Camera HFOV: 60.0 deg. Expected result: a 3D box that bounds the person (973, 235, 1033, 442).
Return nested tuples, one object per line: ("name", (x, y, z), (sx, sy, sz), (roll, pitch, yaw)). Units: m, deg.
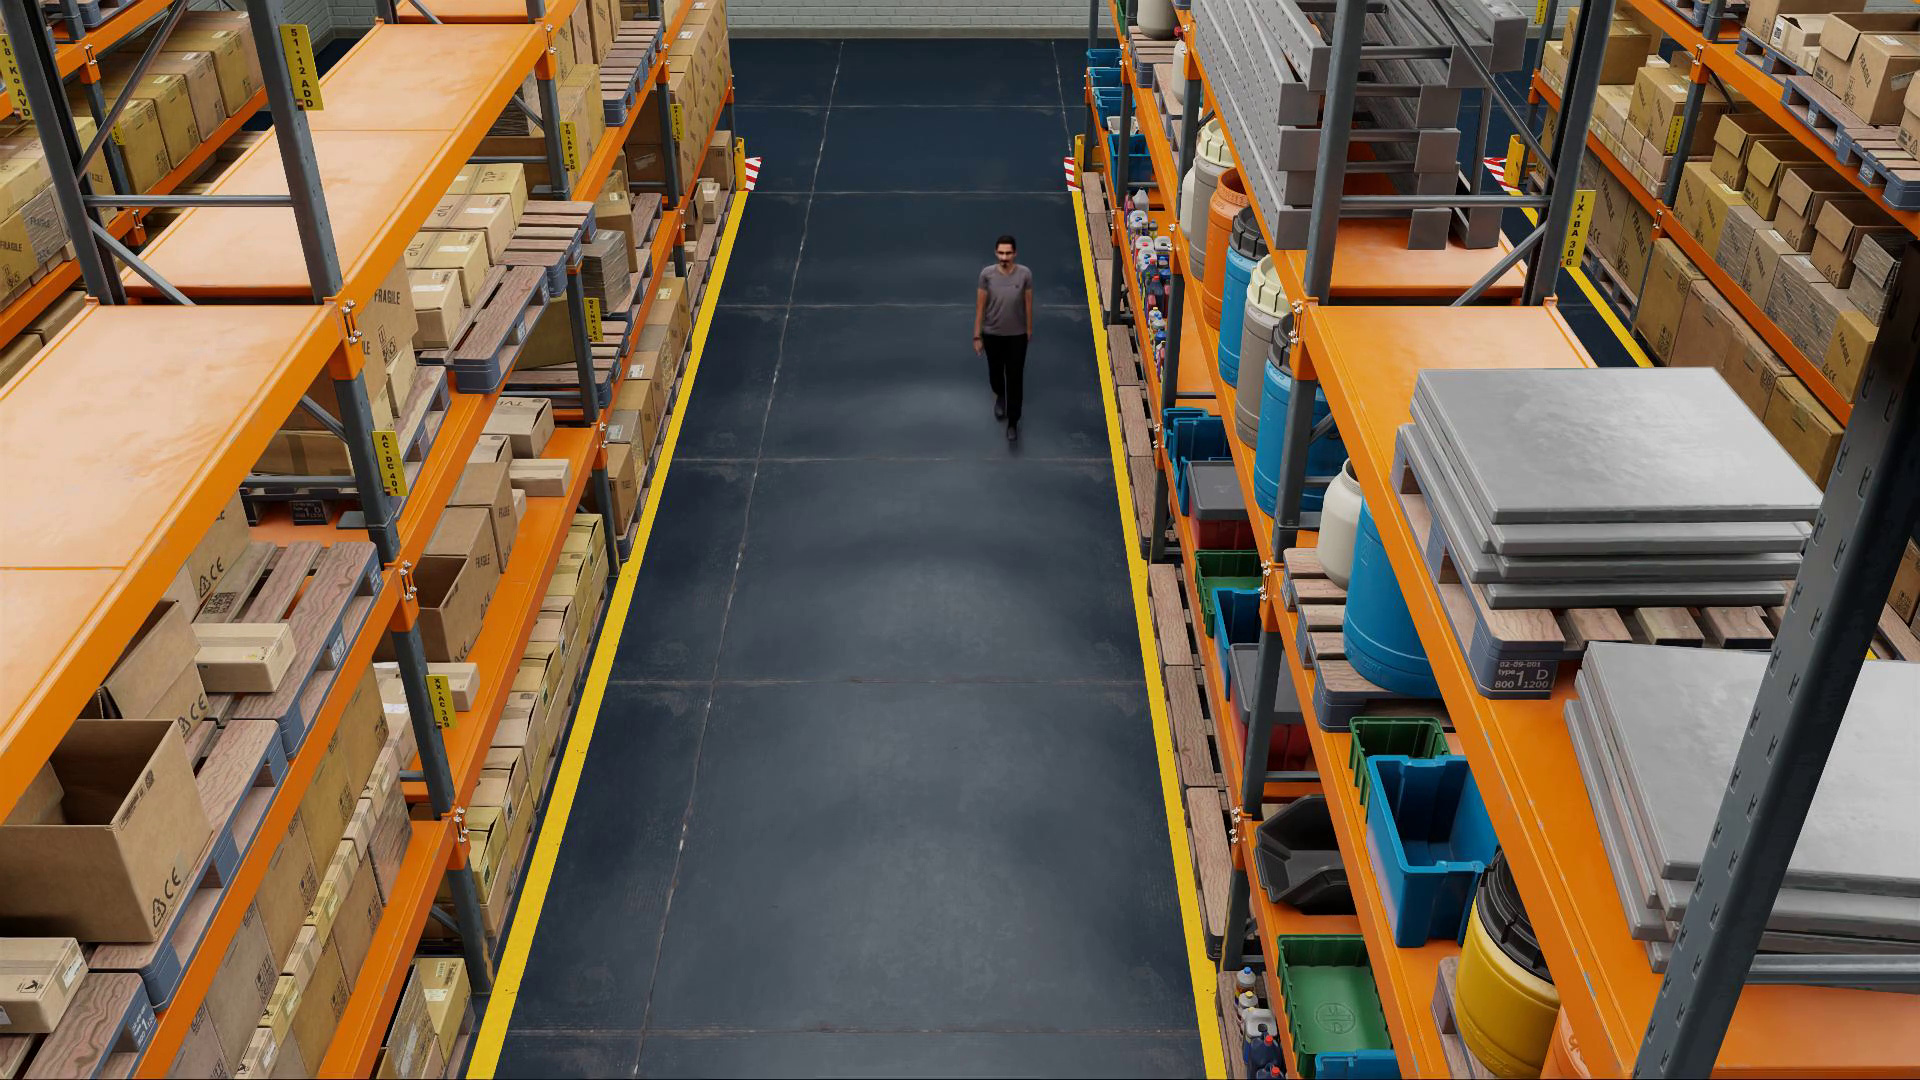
("person", (0.371, -1.751, 13.915), (0.674, 1.707, 1.139), (2, 33, 3))
